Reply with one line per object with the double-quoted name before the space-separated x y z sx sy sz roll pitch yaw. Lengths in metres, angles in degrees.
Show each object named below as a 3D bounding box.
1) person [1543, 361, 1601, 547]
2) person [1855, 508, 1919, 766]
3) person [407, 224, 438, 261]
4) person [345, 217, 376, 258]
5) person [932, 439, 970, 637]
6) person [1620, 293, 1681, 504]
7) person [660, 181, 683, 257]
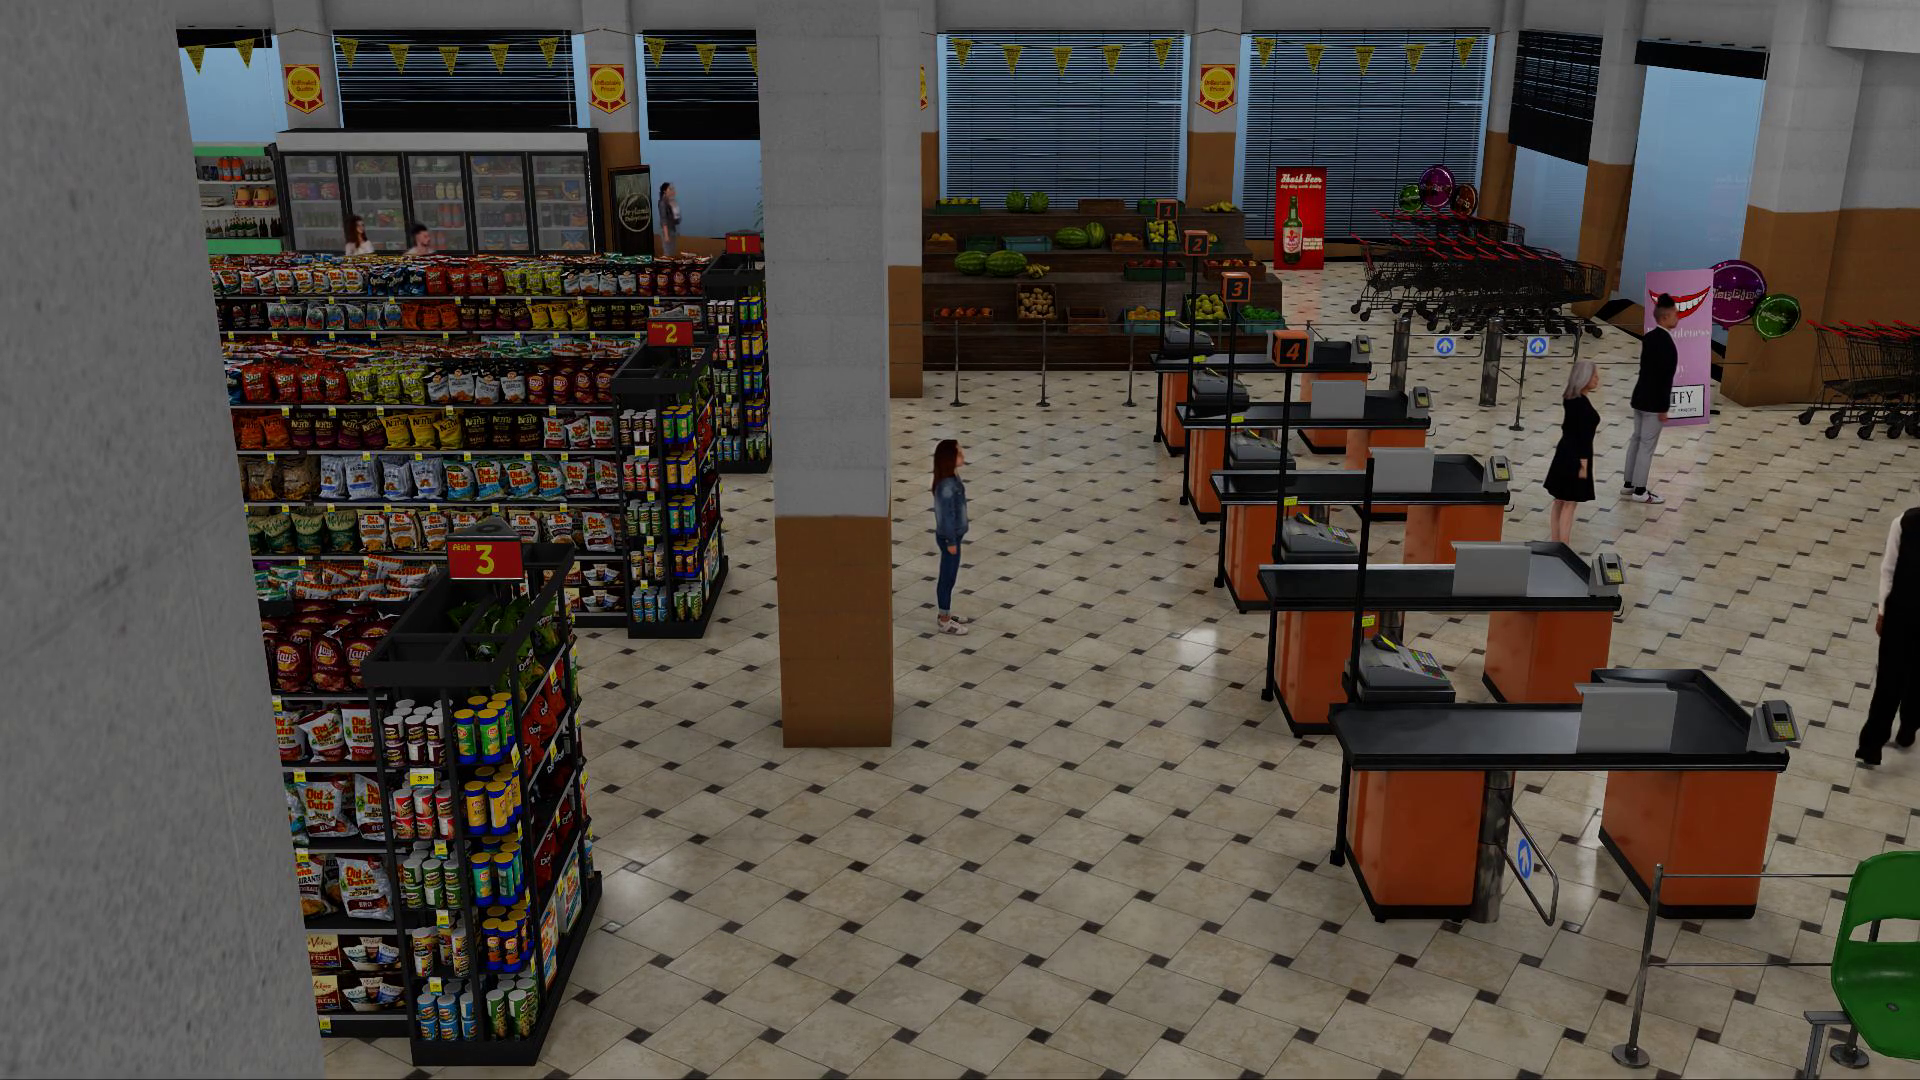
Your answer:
"person" 5.097 -0.636 13.799 0.556 1.747 0.594 1 19 2
"person" 6.008 0.466 10.341 1.277 1.868 1.278 15 23 37
"person" -6.828 -3.076 20.932 0.932 1.811 0.794 4 19 11
"person" -8.010 -3.429 22.177 1.187 1.684 0.983 11 22 30
"person" -0.079 -0.036 12.441 0.487 1.477 0.556 1 19 2
"person" 6.466 -1.338 15.549 0.579 1.957 0.693 1 19 2
"person" -4.638 -4.891 26.562 0.743 1.654 0.735 2 19 6
